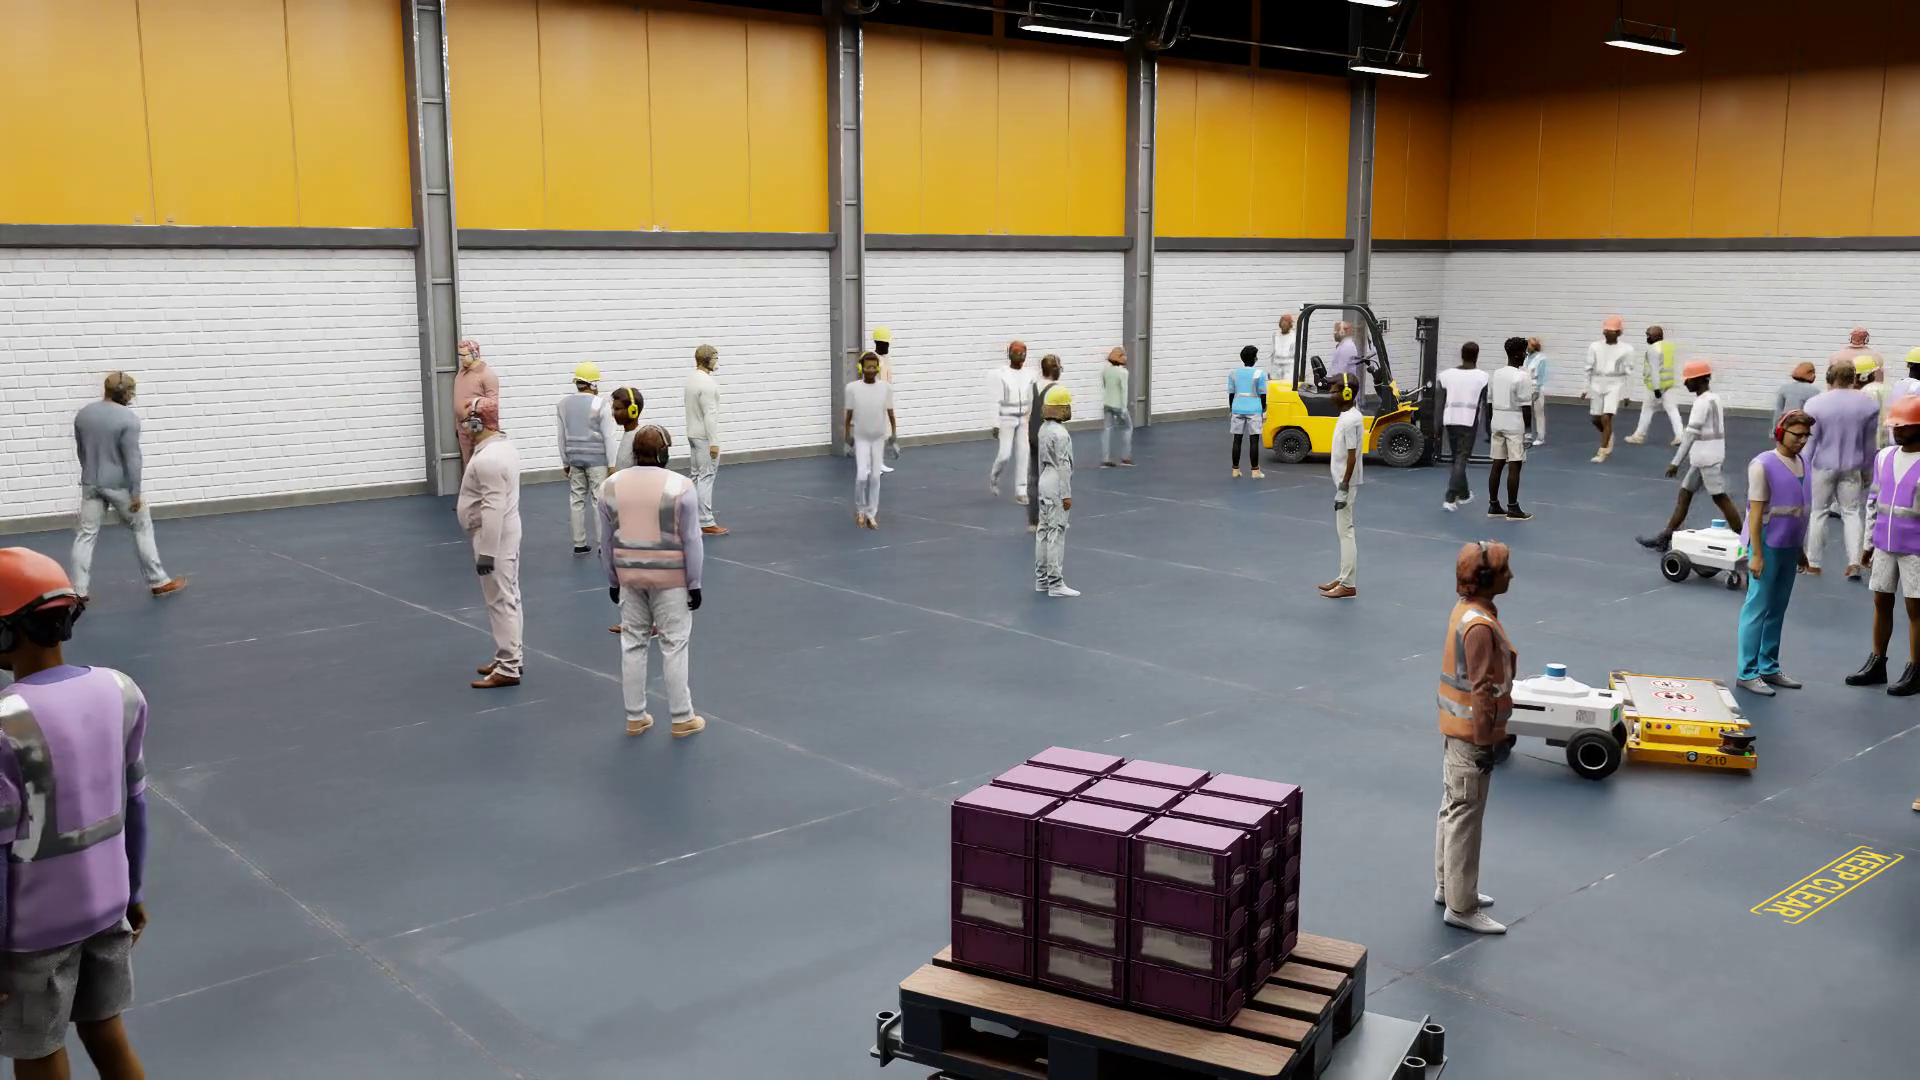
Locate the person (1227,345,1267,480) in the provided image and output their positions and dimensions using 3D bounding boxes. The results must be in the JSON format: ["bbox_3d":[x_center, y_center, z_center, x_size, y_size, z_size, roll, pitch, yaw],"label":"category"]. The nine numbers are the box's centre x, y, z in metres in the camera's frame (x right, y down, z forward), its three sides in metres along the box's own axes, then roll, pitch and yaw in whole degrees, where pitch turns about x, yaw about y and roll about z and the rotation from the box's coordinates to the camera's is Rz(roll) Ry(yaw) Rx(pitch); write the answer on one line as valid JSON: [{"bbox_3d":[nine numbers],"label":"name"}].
[{"bbox_3d":[3.634,-1.608,21.014,0.530,1.693,0.321,6,12,33],"label":"person"}]

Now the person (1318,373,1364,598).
[{"bbox_3d":[3.157,-0.449,13.734,0.328,1.865,0.508,2,10,11],"label":"person"}]

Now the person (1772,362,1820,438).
[{"bbox_3d":[9.807,-1.312,19.614,0.852,1.585,0.510,-6,11,-29],"label":"person"}]

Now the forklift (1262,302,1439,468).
[{"bbox_3d":[5.320,-2.157,22.763,2.313,2.155,1.214,3,10,16],"label":"forklift"}]

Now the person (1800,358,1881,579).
[{"bbox_3d":[7.657,-0.618,14.529,0.640,1.943,0.395,1,10,7],"label":"person"}]

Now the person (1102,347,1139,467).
[{"bbox_3d":[2.136,-1.773,22.225,0.620,1.613,0.502,-8,13,-40],"label":"person"}]

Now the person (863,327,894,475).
[{"bbox_3d":[-1.041,-1.793,21.461,0.419,1.915,0.588,5,11,28],"label":"person"}]

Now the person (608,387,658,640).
[{"bbox_3d":[-2.417,-0.195,12.232,0.328,1.871,0.510,-5,11,-25],"label":"person"}]

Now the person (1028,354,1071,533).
[{"bbox_3d":[0.903,-0.974,16.923,0.528,1.825,0.542,8,13,40],"label":"person"}]

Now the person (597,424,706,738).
[{"bbox_3d":[-1.788,0.242,9.752,0.624,1.844,0.430,3,10,15],"label":"person"}]

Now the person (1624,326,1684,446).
[{"bbox_3d":[10.425,-2.286,24.753,0.647,1.786,0.976,-7,12,-34],"label":"person"}]

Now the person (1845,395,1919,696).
[{"bbox_3d":[6.048,0.034,10.696,0.374,1.933,0.552,-4,11,-24],"label":"person"}]

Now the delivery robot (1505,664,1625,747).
[{"bbox_3d":[3.291,0.929,9.214,0.707,0.478,0.477,5,11,25],"label":"delivery robot"}]

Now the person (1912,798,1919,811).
[{"bbox_3d":[5.120,0.423,8.237,0.375,1.997,0.612,-8,12,-39],"label":"person"}]

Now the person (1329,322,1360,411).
[{"bbox_3d":[5.566,-2.264,24.377,0.992,1.852,0.655,1,10,6],"label":"person"}]

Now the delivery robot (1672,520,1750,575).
[{"bbox_3d":[6.486,0.069,14.253,0.477,0.478,0.707,-6,11,-29],"label":"delivery robot"}]

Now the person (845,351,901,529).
[{"bbox_3d":[-0.906,-1.018,17.129,0.532,1.848,0.461,-2,10,-14],"label":"person"}]

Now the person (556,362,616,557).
[{"bbox_3d":[-3.469,-0.750,15.580,0.589,1.835,0.404,4,10,21],"label":"person"}]

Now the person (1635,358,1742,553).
[{"bbox_3d":[6.938,-0.752,15.532,1.033,1.874,0.566,5,11,29],"label":"person"}]

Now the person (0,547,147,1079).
[{"bbox_3d":[-2.520,1.027,4.618,0.405,2.030,0.612,2,10,13],"label":"person"}]

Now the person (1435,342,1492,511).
[{"bbox_3d":[5.623,-1.269,18.572,0.601,1.867,1.017,7,12,36],"label":"person"}]

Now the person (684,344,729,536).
[{"bbox_3d":[-2.582,-1.010,16.802,0.352,1.936,0.635,-5,11,-27],"label":"person"}]

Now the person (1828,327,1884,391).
[{"bbox_3d":[11.558,-1.796,21.493,0.642,1.908,0.410,6,12,33],"label":"person"}]

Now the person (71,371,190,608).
[{"bbox_3d":[-6.856,-0.415,13.492,0.654,1.884,0.798,2,10,14],"label":"person"}]

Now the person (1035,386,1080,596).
[{"bbox_3d":[0.809,-0.406,13.832,0.296,1.744,0.487,-4,10,-20],"label":"person"}]

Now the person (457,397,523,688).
[{"bbox_3d":[-3.078,0.016,10.901,0.399,1.902,0.642,-1,10,-6],"label":"person"}]

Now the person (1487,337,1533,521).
[{"bbox_3d":[5.889,-1.191,17.774,0.367,1.966,0.606,-5,11,-25],"label":"person"}]

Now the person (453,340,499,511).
[{"bbox_3d":[-5.345,-1.243,18.278,0.639,1.902,0.407,7,12,37],"label":"person"}]

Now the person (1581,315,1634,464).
[{"bbox_3d":[8.898,-2.071,22.787,0.630,2.024,0.815,9,13,42],"label":"person"}]

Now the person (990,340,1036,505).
[{"bbox_3d":[0.597,-1.339,18.909,0.598,1.870,0.640,-5,11,-25],"label":"person"}]

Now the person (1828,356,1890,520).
[{"bbox_3d":[9.586,-1.037,17.477,0.939,1.772,0.610,9,13,43],"label":"person"}]

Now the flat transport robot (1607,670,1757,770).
[{"bbox_3d":[4.199,1.027,9.745,0.652,0.197,1.431,3,10,16],"label":"flat transport robot"}]

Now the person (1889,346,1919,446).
[{"bbox_3d":[9.445,-0.958,16.525,0.362,1.928,0.587,0,10,-1],"label":"person"}]

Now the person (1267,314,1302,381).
[{"bbox_3d":[5.443,-2.851,27.793,0.587,1.860,0.660,7,12,34],"label":"person"}]

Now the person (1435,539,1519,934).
[{"bbox_3d":[2.162,0.811,6.997,0.309,1.645,0.515,2,10,9],"label":"person"}]

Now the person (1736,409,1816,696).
[{"bbox_3d":[5.274,0.070,10.769,0.563,1.837,0.388,-6,12,-33],"label":"person"}]

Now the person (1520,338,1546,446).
[{"bbox_3d":[8.377,-2.183,24.612,0.808,1.598,0.545,-4,10,-22],"label":"person"}]
